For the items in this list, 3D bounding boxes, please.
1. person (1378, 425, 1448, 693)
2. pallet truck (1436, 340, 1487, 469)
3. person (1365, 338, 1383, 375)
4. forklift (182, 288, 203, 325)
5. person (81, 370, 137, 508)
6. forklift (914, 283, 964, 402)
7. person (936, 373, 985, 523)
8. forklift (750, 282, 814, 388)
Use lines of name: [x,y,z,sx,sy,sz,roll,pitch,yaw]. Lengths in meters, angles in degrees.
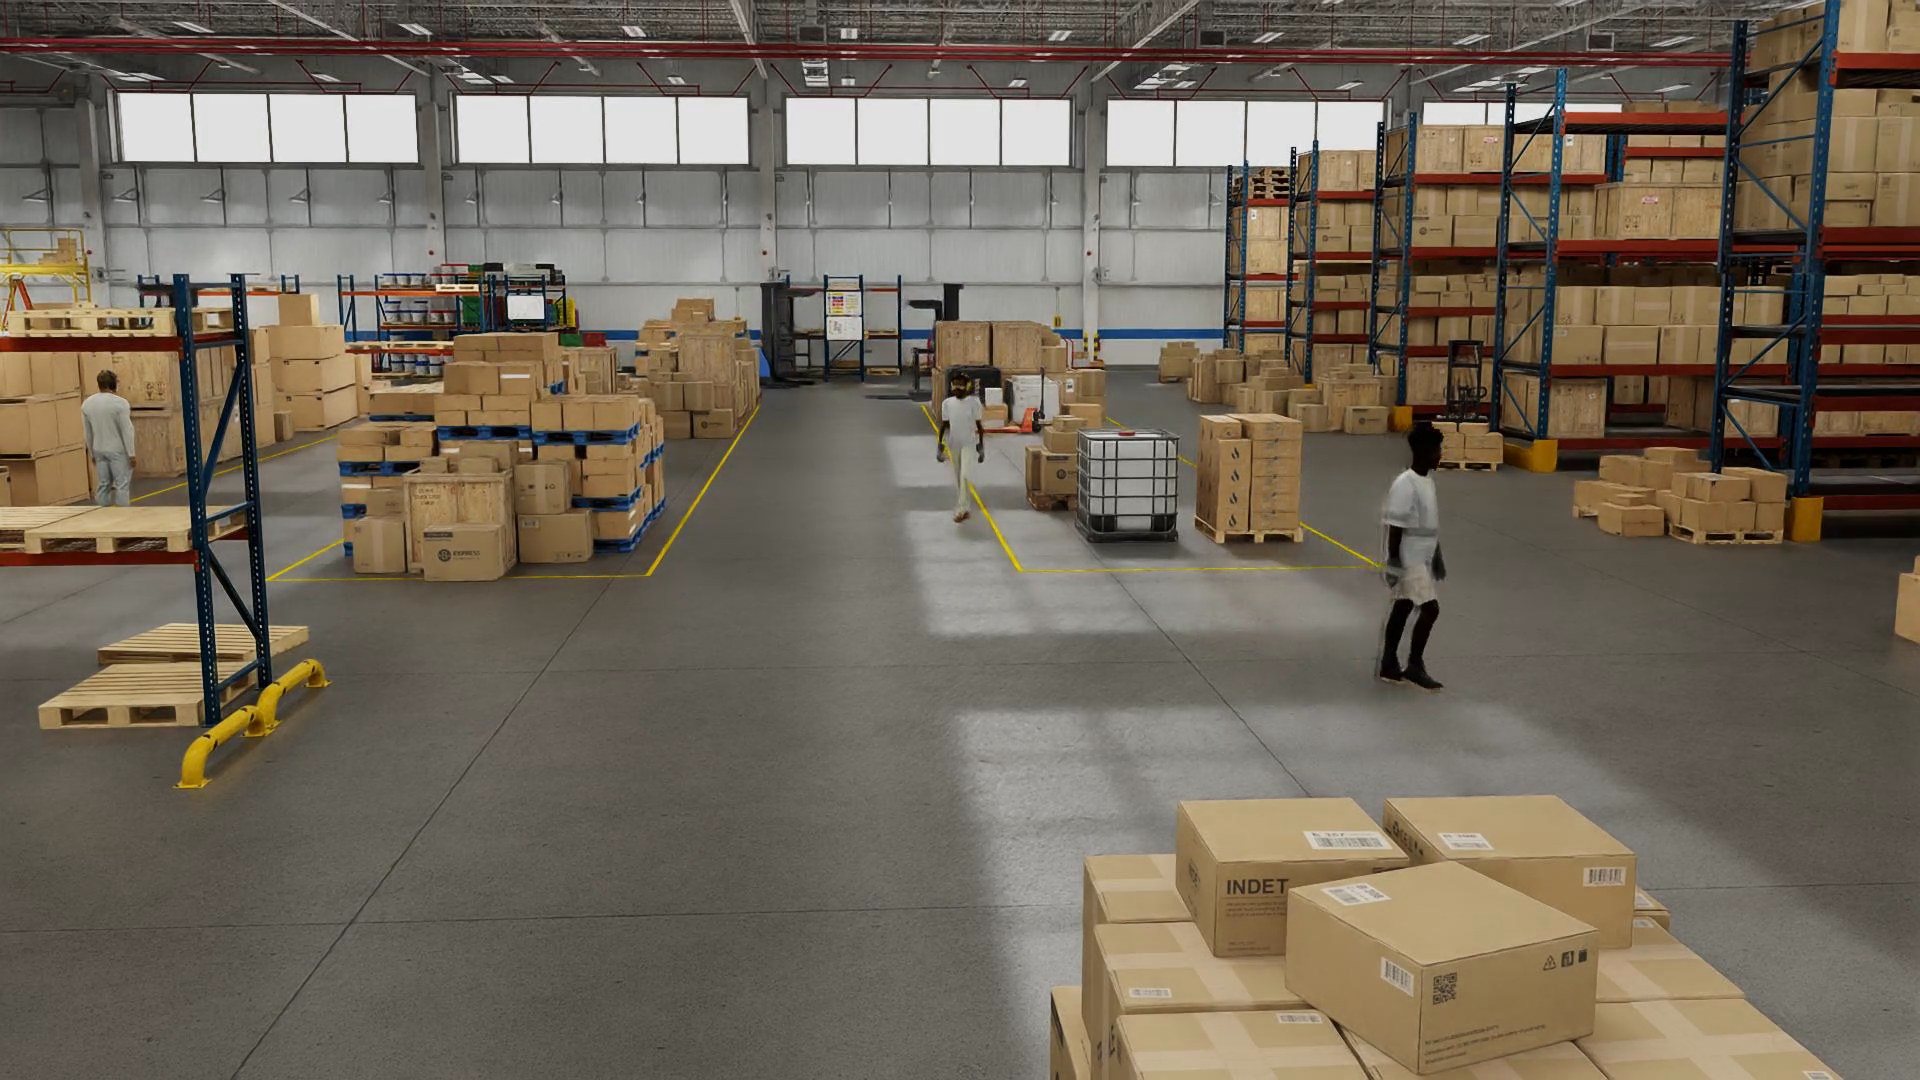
person: [3.375,0.131,12.117,0.665,1.941,0.612,4,10,26]
pallet truck: [8.004,-2.170,26.422,0.823,1.965,1.885,2,9,14]
person: [9.317,-3.744,37.420,0.315,1.640,0.515,-6,11,-33]
forklift: [-17.373,-4.403,37.680,1.873,2.768,1.129,-5,10,-30]
person: [-9.822,-1.001,19.267,0.628,1.940,0.373,2,9,13]
forklift: [-0.180,-4.712,39.620,1.873,2.768,1.129,-1,9,-4]
person: [-0.023,-1.109,20.278,0.557,1.824,0.934,3,10,19]
forklift: [-5.039,-5.535,44.785,1.873,2.768,1.129,3,10,18]
